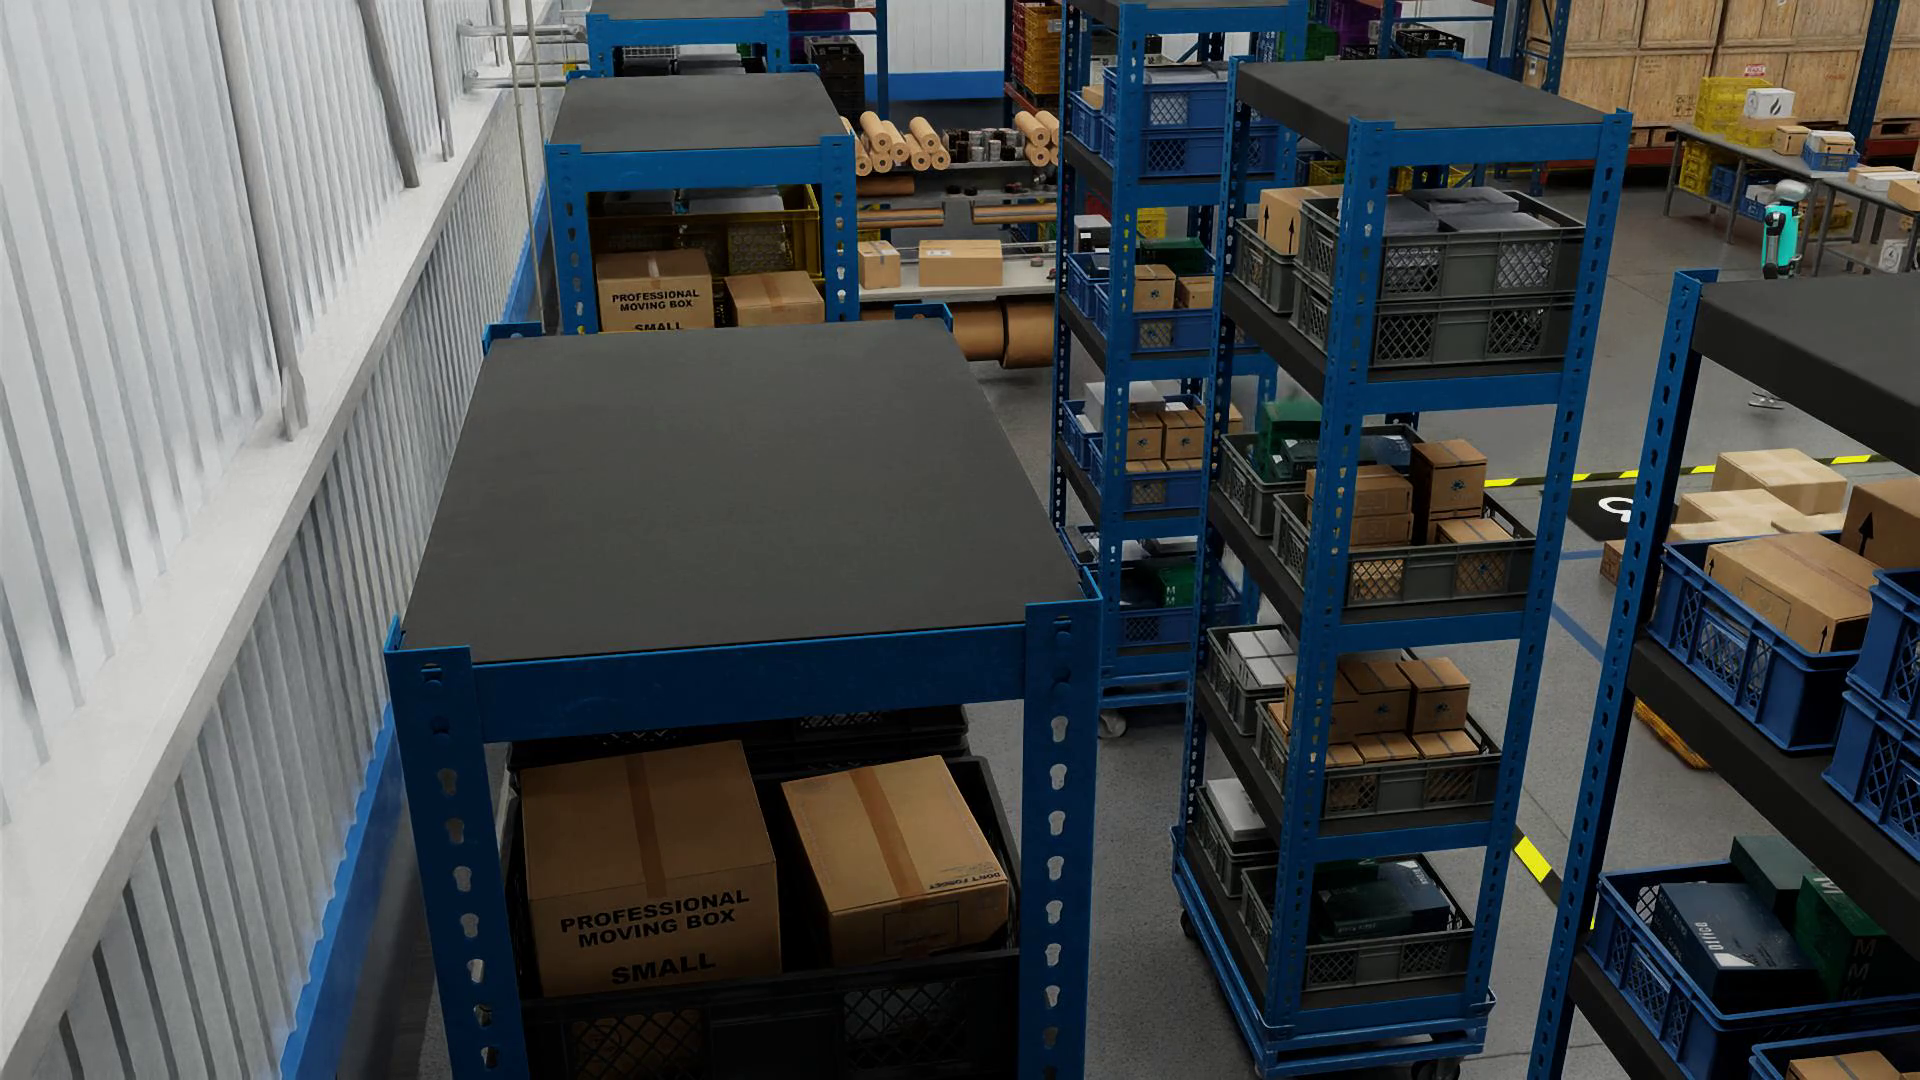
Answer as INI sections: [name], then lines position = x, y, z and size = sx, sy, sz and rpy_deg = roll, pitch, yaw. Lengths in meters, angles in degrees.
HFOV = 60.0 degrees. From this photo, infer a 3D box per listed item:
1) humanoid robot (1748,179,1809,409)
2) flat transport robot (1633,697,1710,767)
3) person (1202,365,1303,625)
[humanoid robot]
position = 6.196, -1.775, 12.234
size = 0.735, 1.681, 0.533
rpy_deg = 17, 30, 32
[flat transport robot]
position = 4.210, 0.848, 8.423
size = 1.431, 0.197, 0.652
rpy_deg = -4, 25, -8
[person]
position = 1.605, -0.473, 9.459
size = 0.624, 1.819, 0.832
rpy_deg = -3, 25, -6
